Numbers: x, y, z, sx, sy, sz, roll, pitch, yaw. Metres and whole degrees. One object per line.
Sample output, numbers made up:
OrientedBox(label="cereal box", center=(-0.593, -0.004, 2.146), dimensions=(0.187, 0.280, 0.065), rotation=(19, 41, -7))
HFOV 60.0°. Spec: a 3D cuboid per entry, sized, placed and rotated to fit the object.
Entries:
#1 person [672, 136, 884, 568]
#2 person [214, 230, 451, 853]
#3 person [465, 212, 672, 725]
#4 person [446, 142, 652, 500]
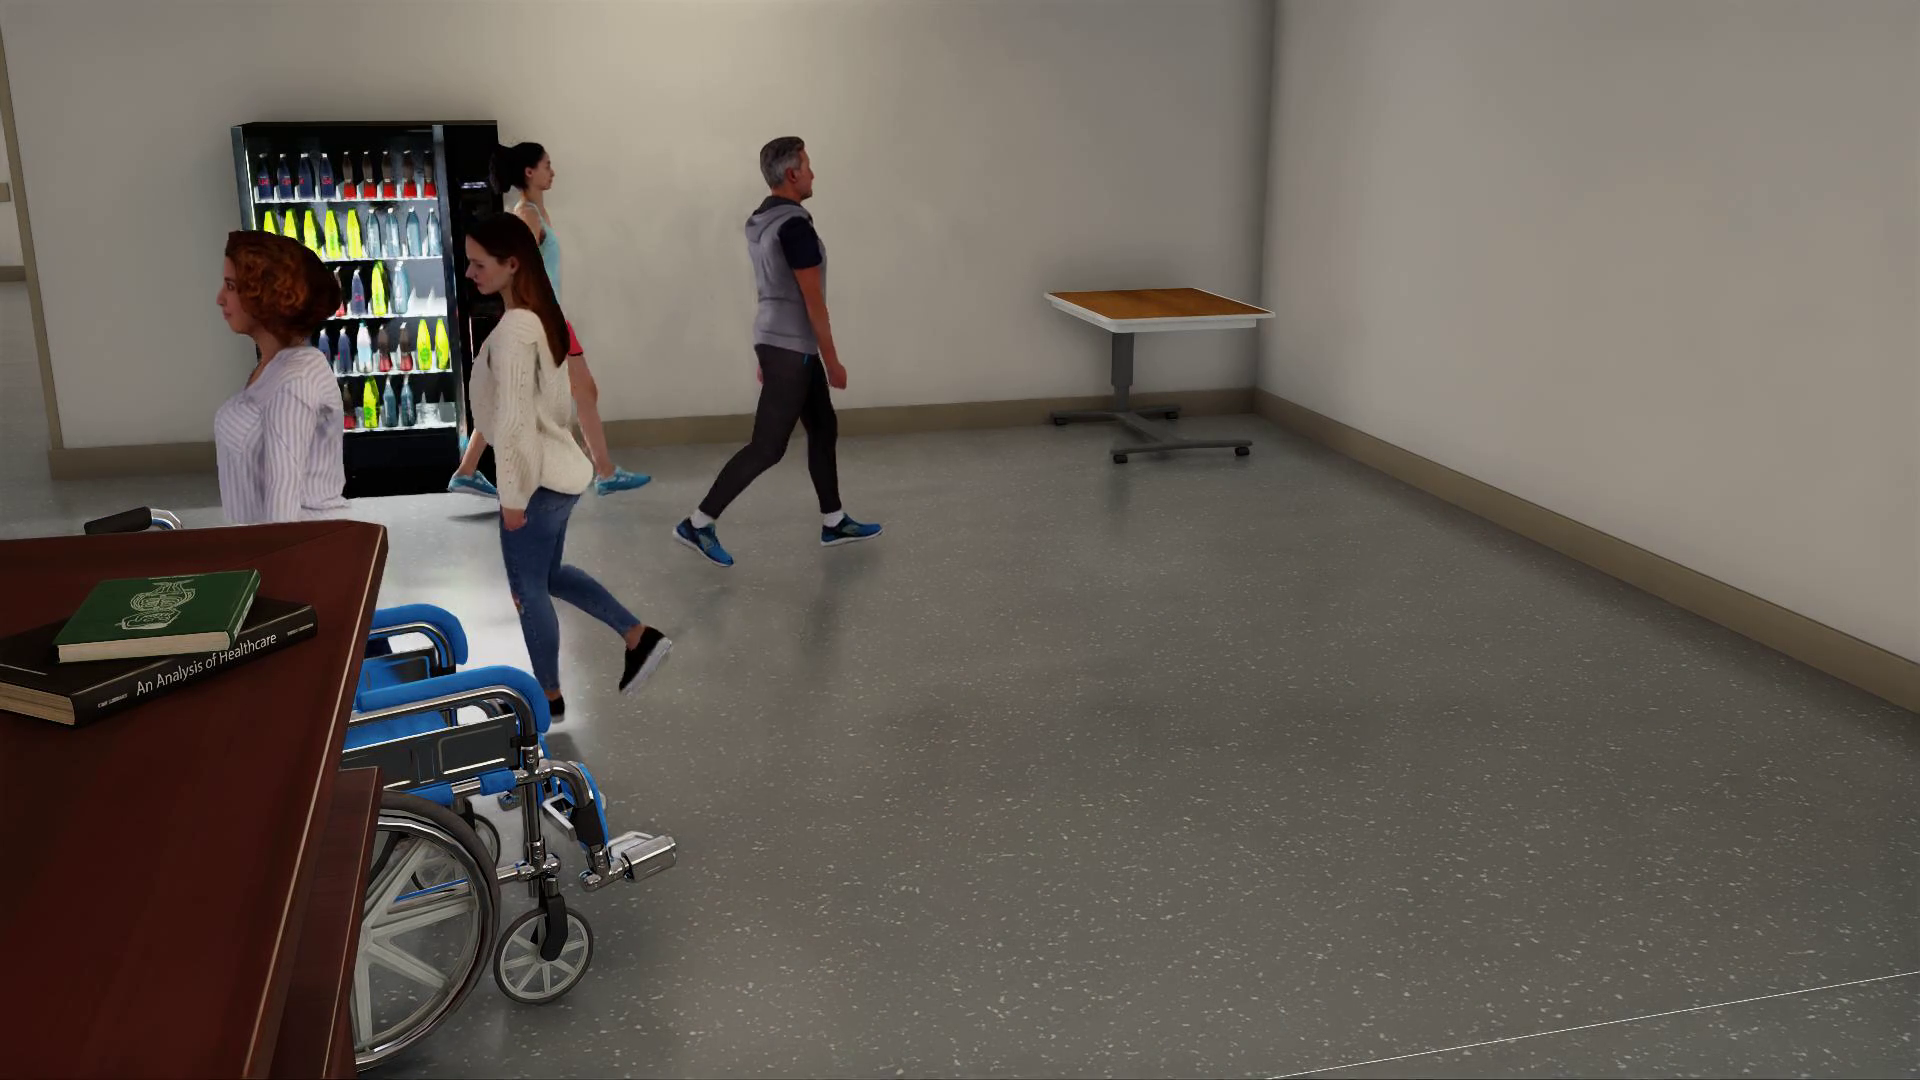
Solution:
OrientedBox(label="person", center=(-0.813, -0.748, 7.021), dimensions=(1.227, 1.789, 0.771), rotation=(-5, 17, -19))
OrientedBox(label="person", center=(-1.613, 0.052, 4.393), dimensions=(1.157, 1.676, 0.860), rotation=(-10, 18, -31))
OrientedBox(label="person", center=(-1.237, -0.171, 5.203), dimensions=(0.896, 1.664, 0.748), rotation=(0, 16, 0))
OrientedBox(label="person", center=(-2.125, -0.990, 8.006), dimensions=(1.236, 1.720, 0.679), rotation=(-6, 17, -21))
